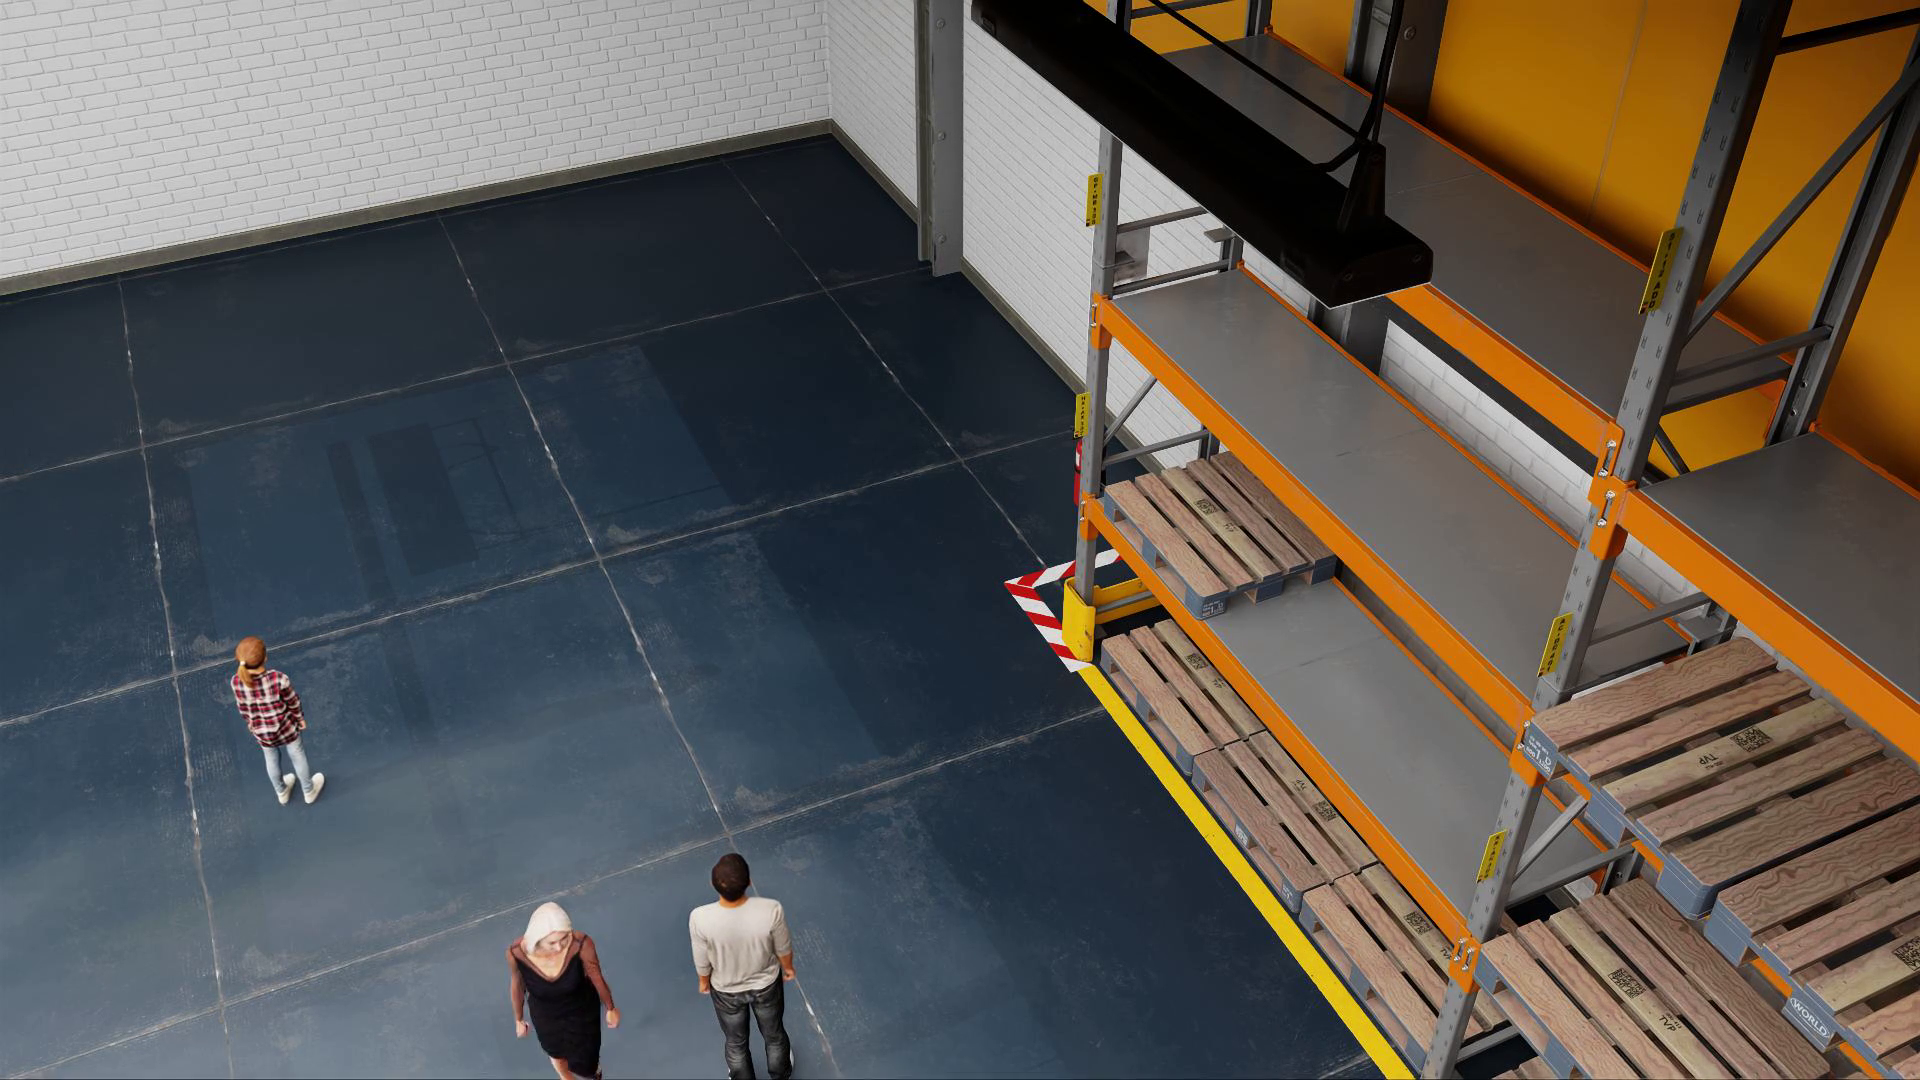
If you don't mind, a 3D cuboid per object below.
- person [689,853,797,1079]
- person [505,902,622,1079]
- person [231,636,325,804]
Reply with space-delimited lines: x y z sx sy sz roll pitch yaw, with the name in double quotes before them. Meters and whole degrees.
"person" -1.081 2.229 8.425 0.695 1.809 0.629 -7 39 -9
"person" -1.964 2.308 8.392 0.805 1.725 0.835 3 39 4
"person" -4.224 1.117 10.220 0.583 1.305 0.595 -4 39 -5
